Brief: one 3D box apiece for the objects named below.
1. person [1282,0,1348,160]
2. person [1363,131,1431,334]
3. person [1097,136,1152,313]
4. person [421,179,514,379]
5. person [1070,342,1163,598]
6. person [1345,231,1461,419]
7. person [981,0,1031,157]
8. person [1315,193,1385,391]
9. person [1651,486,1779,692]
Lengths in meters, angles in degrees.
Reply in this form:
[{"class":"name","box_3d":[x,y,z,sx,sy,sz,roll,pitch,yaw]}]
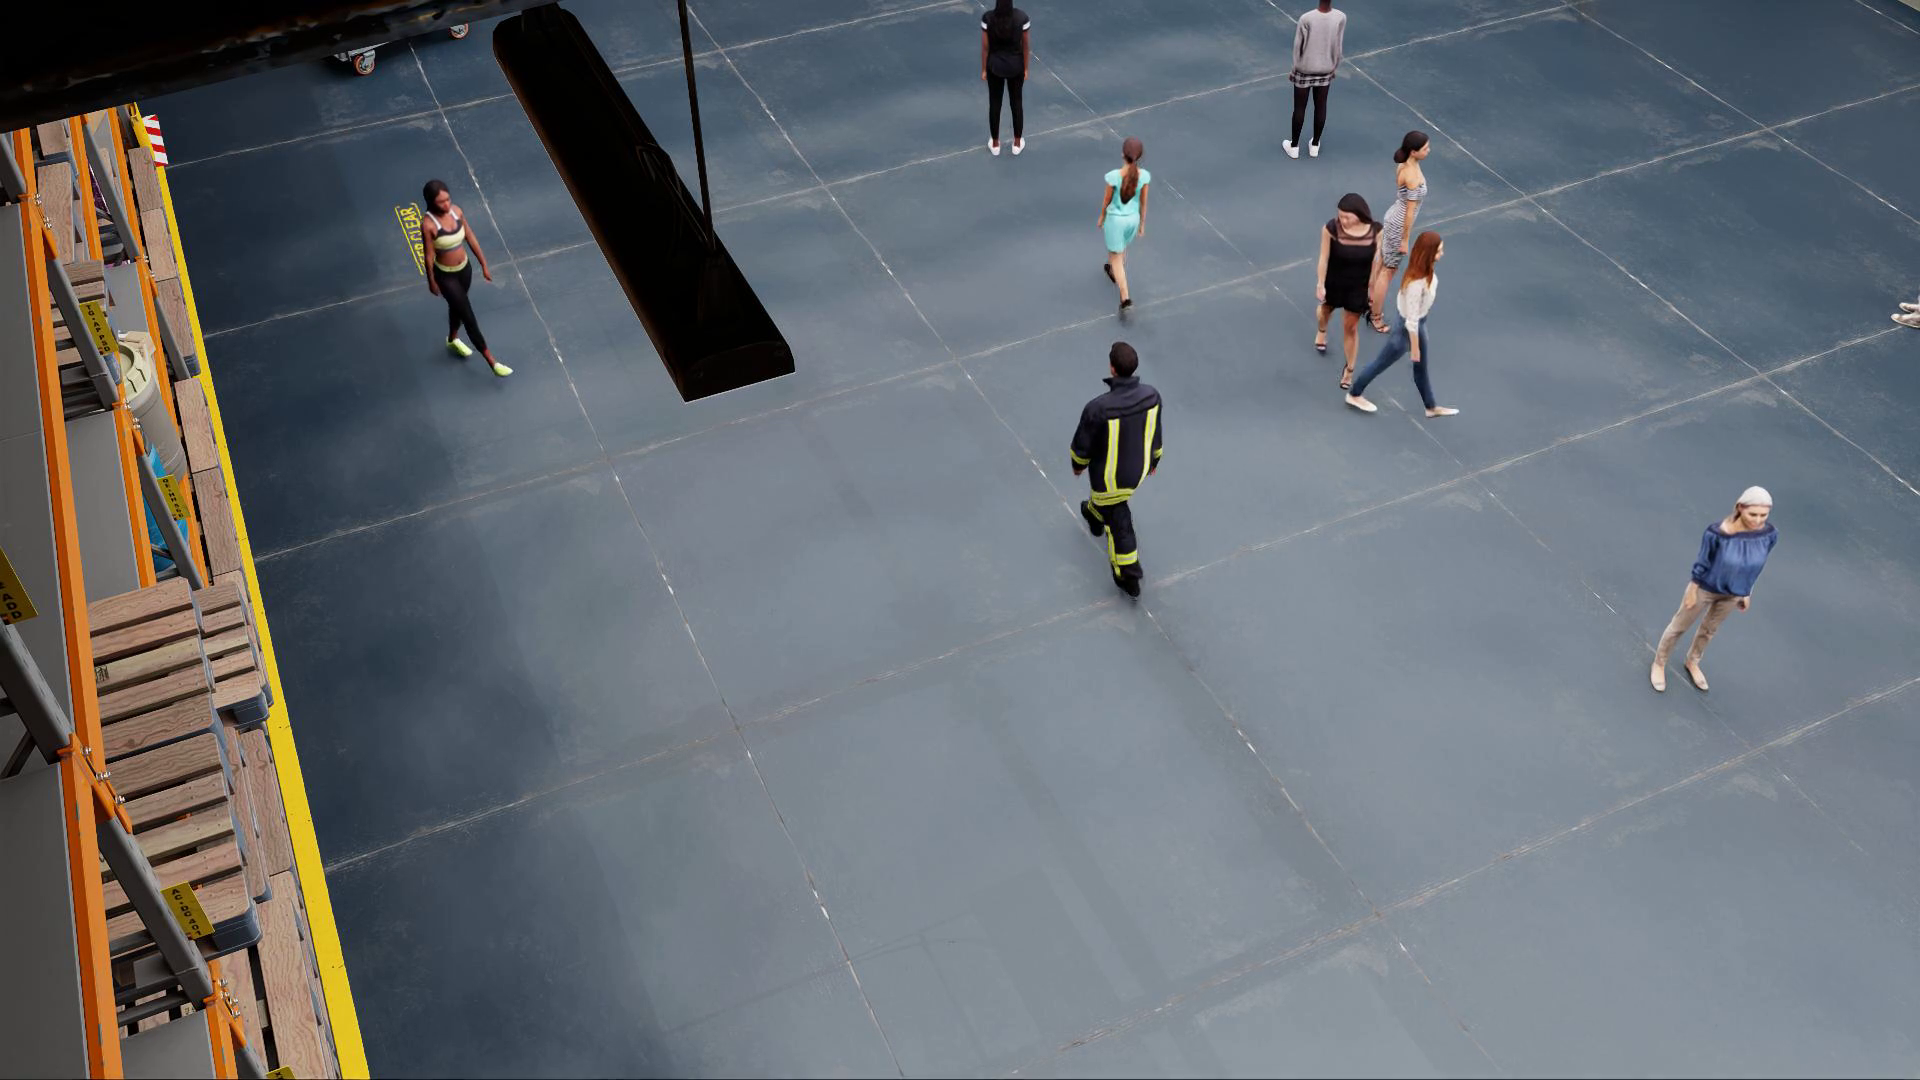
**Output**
[{"class":"person","box_3d":[3.350,-4.442,15.697,0.683,1.772,0.655,-3,44,-4]},{"class":"person","box_3d":[3.585,-2.539,13.664,0.735,1.822,0.632,4,44,5]},{"class":"person","box_3d":[1.377,-2.638,13.979,0.669,1.530,1.096,-11,45,-11]},{"class":"person","box_3d":[-4.108,-2.140,13.326,1.173,1.709,0.937,27,50,26]},{"class":"person","box_3d":[1.129,-0.449,11.431,0.771,1.875,1.218,-18,46,-18]},{"class":"person","box_3d":[3.355,-1.636,12.817,1.174,1.682,1.057,18,47,18]},{"class":"person","box_3d":[0.429,-4.463,15.751,0.702,1.728,0.720,2,44,2]},{"class":"person","box_3d":[3.047,-2.091,13.310,0.978,1.660,1.142,3,44,4]},{"class":"person","box_3d":[4.893,0.311,10.762,0.692,1.697,0.690,-2,44,-2]}]
